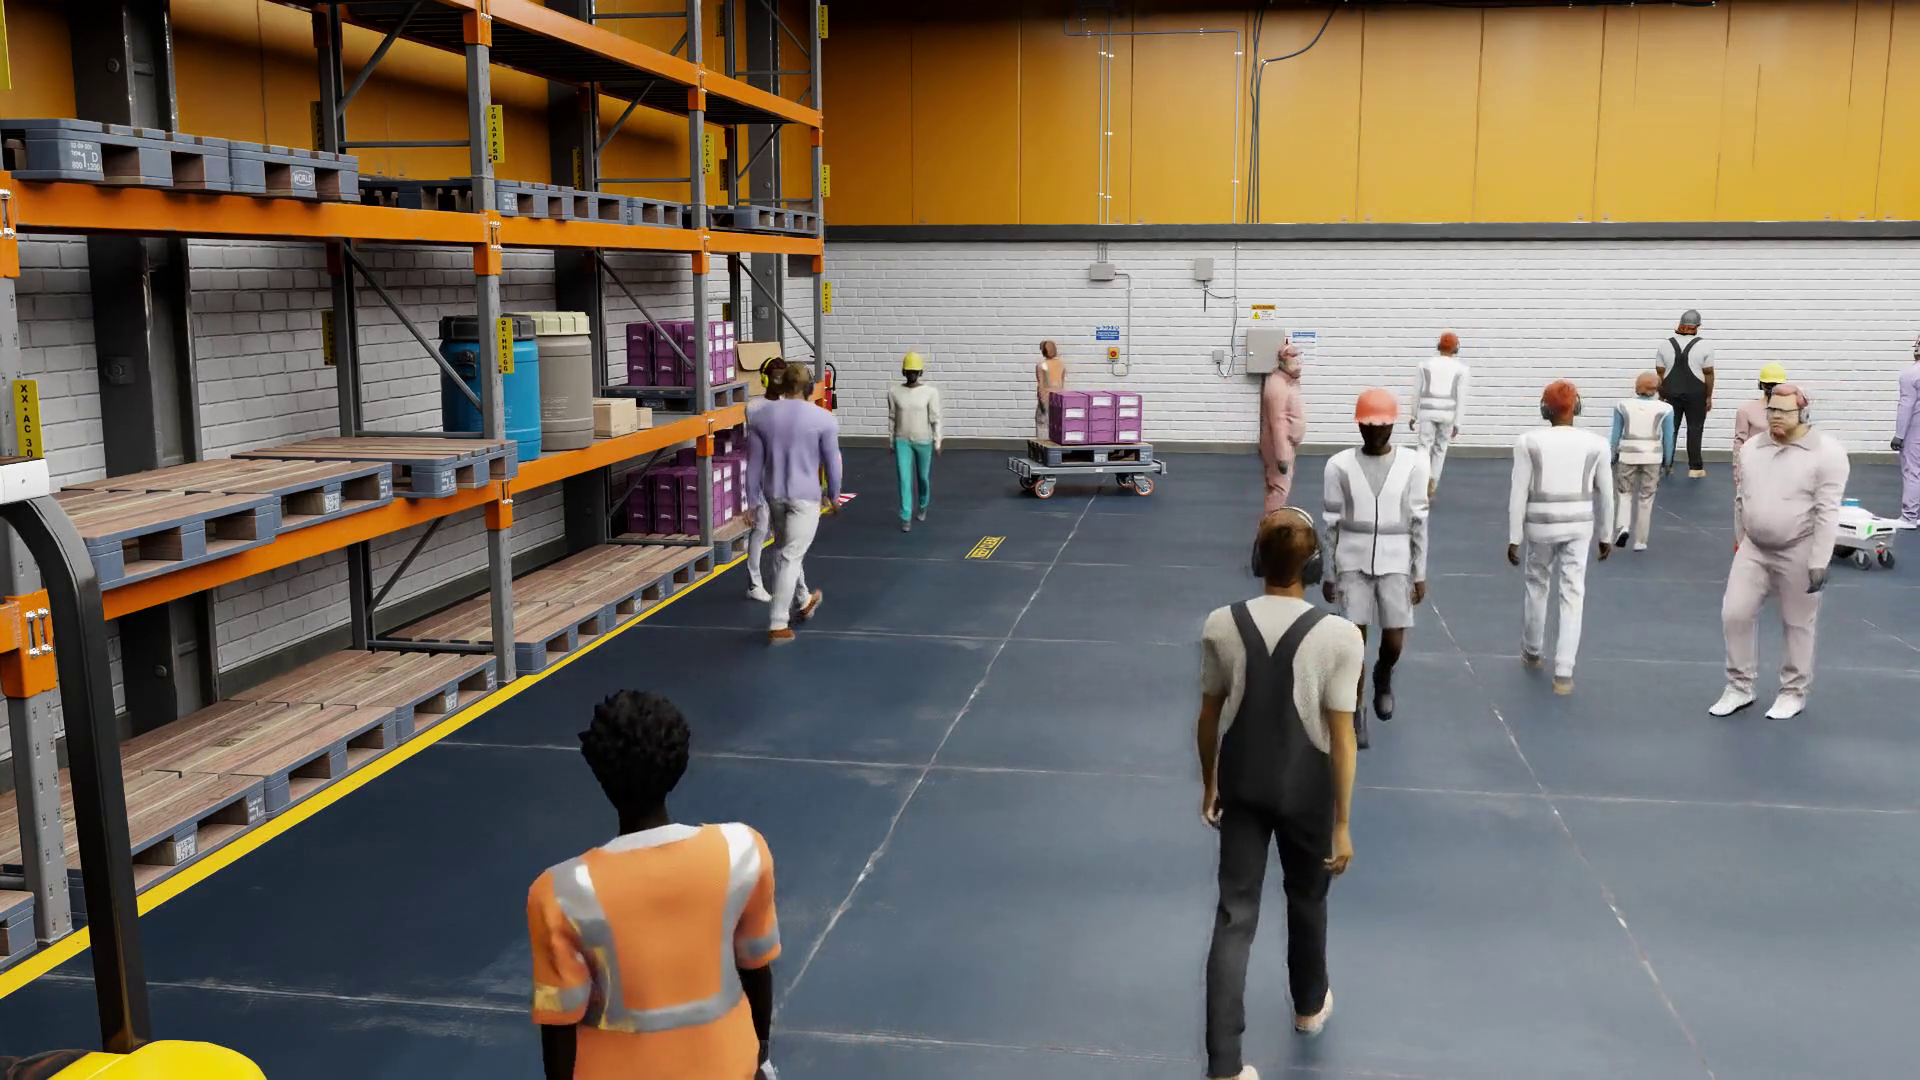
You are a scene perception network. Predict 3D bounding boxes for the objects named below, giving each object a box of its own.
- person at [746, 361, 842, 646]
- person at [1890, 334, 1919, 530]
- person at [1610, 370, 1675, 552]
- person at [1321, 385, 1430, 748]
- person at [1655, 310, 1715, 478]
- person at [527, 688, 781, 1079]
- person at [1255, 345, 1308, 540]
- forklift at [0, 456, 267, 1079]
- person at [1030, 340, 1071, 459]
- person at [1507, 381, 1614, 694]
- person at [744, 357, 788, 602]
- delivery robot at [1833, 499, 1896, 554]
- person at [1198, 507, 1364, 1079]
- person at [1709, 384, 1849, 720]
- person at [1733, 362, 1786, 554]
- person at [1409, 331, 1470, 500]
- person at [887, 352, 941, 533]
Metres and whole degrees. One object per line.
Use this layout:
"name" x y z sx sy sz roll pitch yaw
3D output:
"person" -1.099 -0.275 11.417 0.630 1.879 1.041 4 10 22
"person" 9.295 -1.047 16.116 0.642 1.909 0.399 -3 10 -17
"person" 6.072 -0.697 14.822 0.537 1.622 0.368 5 11 29
"person" 2.191 0.130 8.822 0.555 1.918 0.556 2 9 14
"person" 8.862 -1.789 20.280 0.693 2.000 0.535 8 12 41
"person" -0.585 1.134 3.358 0.539 1.679 0.630 -4 10 -25
"person" 2.841 -0.804 14.764 0.475 1.865 0.725 3 10 18
"forklift" -2.328 0.975 2.765 2.313 2.155 1.214 1 9 9
"person" 1.233 -1.815 21.782 0.505 1.612 0.788 -6 11 -34
"person" 3.655 -0.047 10.161 0.615 1.831 0.974 2 9 13
"person" -1.420 -0.457 12.655 0.317 1.856 0.509 8 12 40
"delivery robot" 7.602 -0.111 14.213 0.477 0.478 0.707 -3 10 -21
"person" 0.972 0.790 5.144 0.526 1.798 0.960 4 10 26
"person" 4.508 0.084 9.199 0.664 1.884 0.649 -7 11 -36
"person" 6.679 -0.592 13.780 0.518 1.756 0.348 3 10 16
"person" 5.152 -1.316 17.916 0.611 1.863 0.708 2 9 14
"person" -0.439 -0.978 16.260 0.528 1.728 0.881 1 9 4
